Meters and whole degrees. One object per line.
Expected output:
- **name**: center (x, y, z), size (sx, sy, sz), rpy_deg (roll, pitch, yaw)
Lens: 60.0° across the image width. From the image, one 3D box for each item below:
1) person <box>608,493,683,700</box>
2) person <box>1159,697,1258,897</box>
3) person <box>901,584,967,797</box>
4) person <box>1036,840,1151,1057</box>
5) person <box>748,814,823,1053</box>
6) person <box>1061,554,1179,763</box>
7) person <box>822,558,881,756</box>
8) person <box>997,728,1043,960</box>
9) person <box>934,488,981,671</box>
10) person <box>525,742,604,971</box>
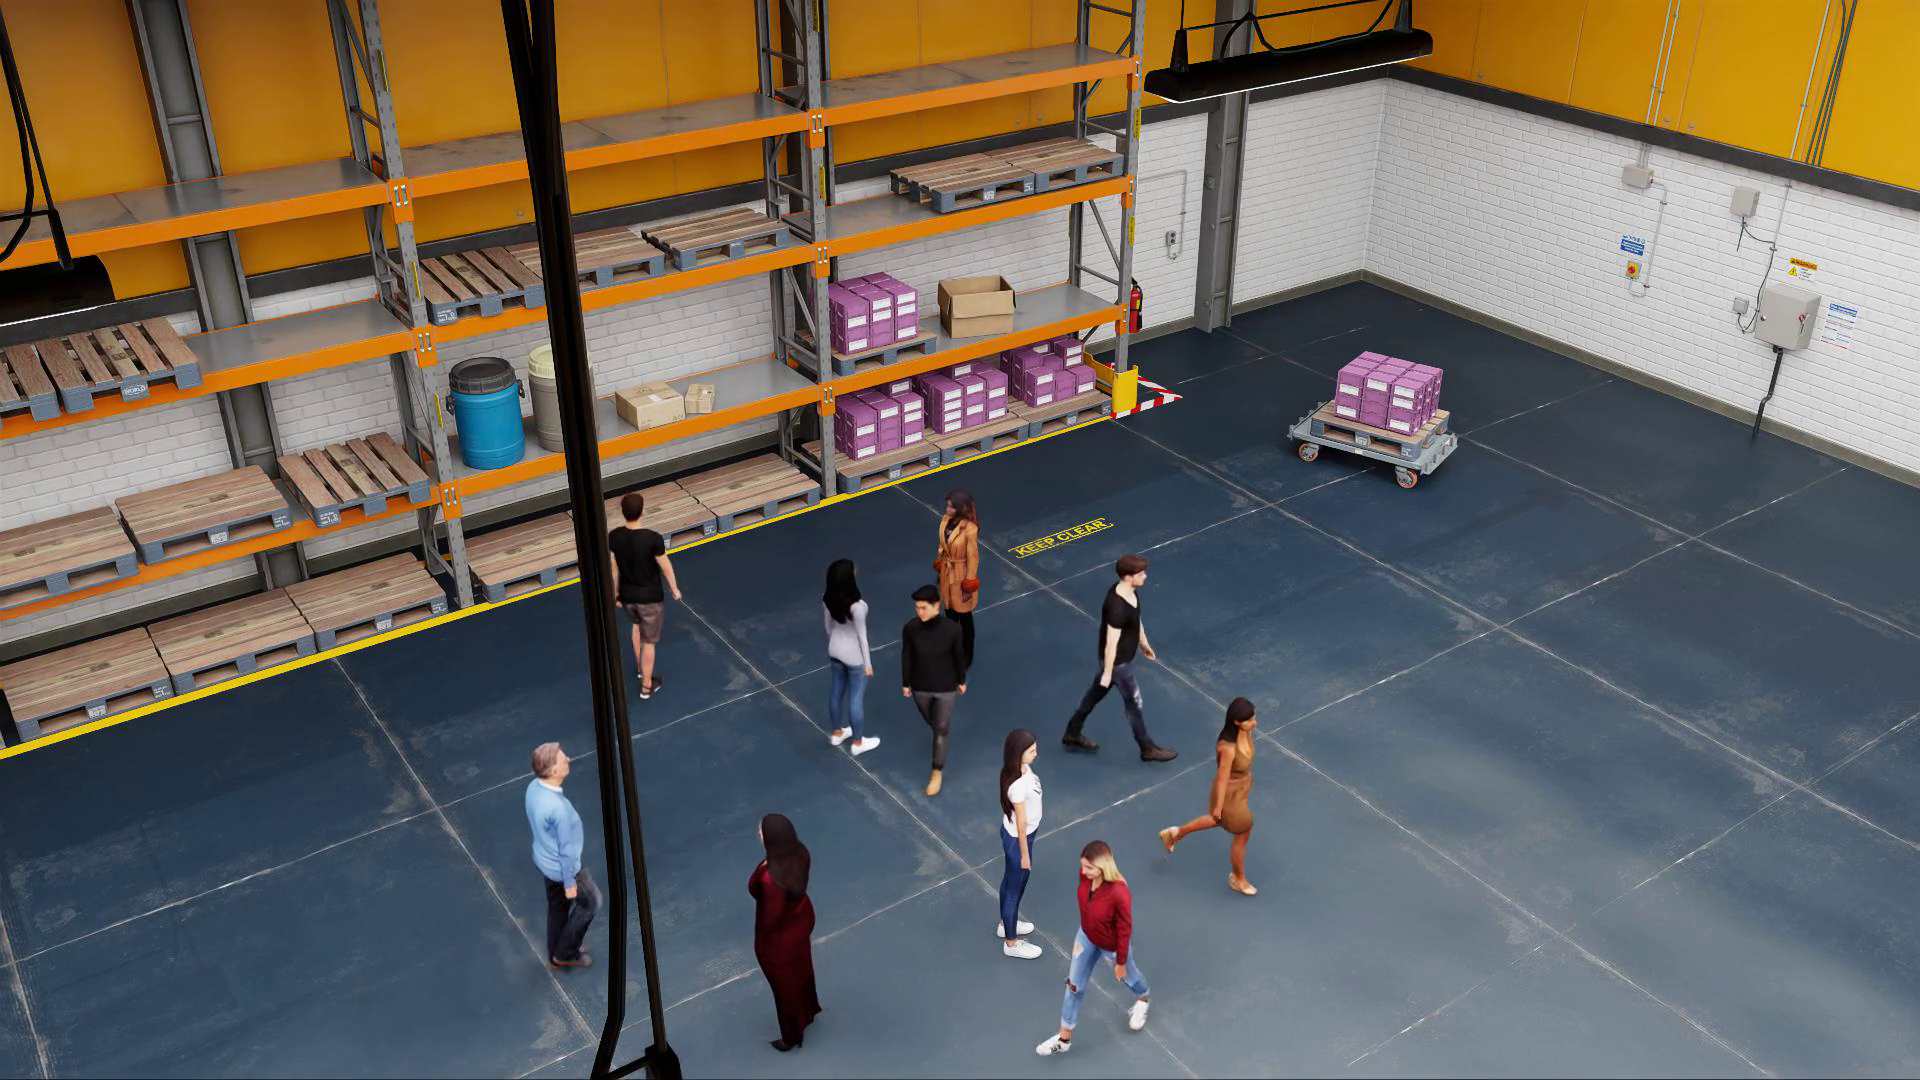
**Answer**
- **person**: center (-2.721, 0.510, 13.997), size (0.891, 1.843, 0.953), rpy_deg (9, 30, 16)
- **person**: center (1.847, 1.798, 11.823), size (0.965, 1.662, 1.013), rpy_deg (11, 31, 20)
- **person**: center (-0.195, 1.071, 13.121), size (1.082, 1.696, 1.169), rpy_deg (5, 29, 10)
- **person**: center (0.968, 2.530, 10.560), size (1.141, 1.586, 0.728), rpy_deg (-25, 37, -37)
- **person**: center (-1.092, 2.458, 10.515), size (0.841, 1.756, 0.771), rpy_deg (7, 29, 12)
- **person**: center (1.151, 0.938, 13.204), size (1.230, 1.851, 1.144), rpy_deg (4, 29, 7)
- **person**: center (-0.912, 0.929, 13.339), size (0.651, 1.736, 0.603), rpy_deg (24, 37, 37)
- **person**: center (0.380, 2.040, 11.261), size (0.681, 1.775, 0.668), rpy_deg (-2, 29, -3)
- **person**: center (-0.019, 0.328, 14.450), size (0.601, 1.727, 0.695), rpy_deg (-22, 35, -34)
- **person**: center (-2.731, 2.153, 11.024), size (0.590, 1.805, 0.679), rpy_deg (-19, 34, -31)
